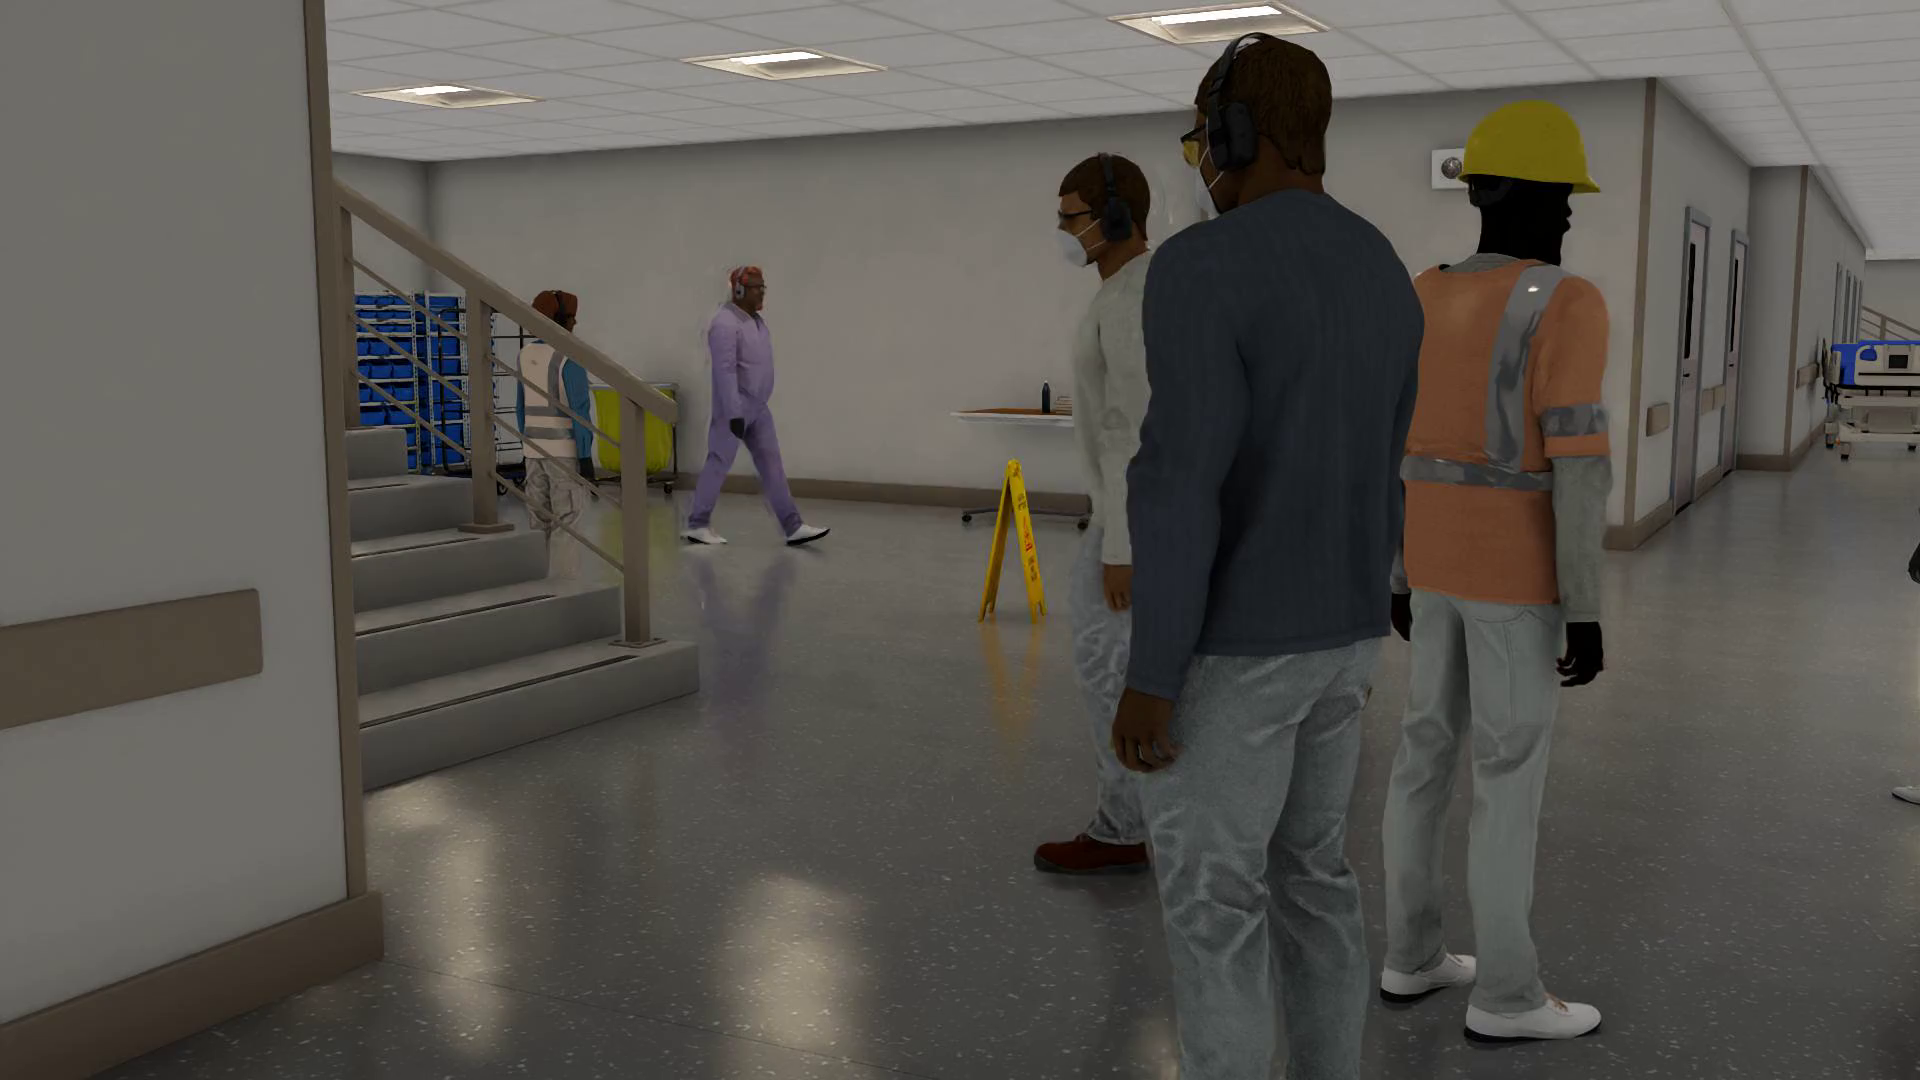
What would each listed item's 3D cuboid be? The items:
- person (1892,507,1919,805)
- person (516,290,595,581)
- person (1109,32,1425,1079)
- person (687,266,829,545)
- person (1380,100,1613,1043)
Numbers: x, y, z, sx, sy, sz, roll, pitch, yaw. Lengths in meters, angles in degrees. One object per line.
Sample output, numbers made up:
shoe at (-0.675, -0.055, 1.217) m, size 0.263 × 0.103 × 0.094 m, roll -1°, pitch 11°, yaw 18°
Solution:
person at (3.102, 0.010, 5.008) m, size 0.514 × 1.641 × 0.307 m, roll -2°, pitch 8°, yaw -18°
person at (-1.979, -0.400, 8.162) m, size 0.524 × 1.639 × 0.306 m, roll 6°, pitch 10°, yaw 41°
person at (0.484, 0.177, 2.650) m, size 0.391 × 1.928 × 0.636 m, roll 7°, pitch 10°, yaw 44°
person at (-1.404, -0.876, 11.007) m, size 0.992 × 1.850 × 0.681 m, roll 3°, pitch 8°, yaw 20°
person at (1.121, 0.065, 3.486) m, size 0.386 × 1.926 × 0.591 m, roll -4°, pitch 8°, yaw -26°
